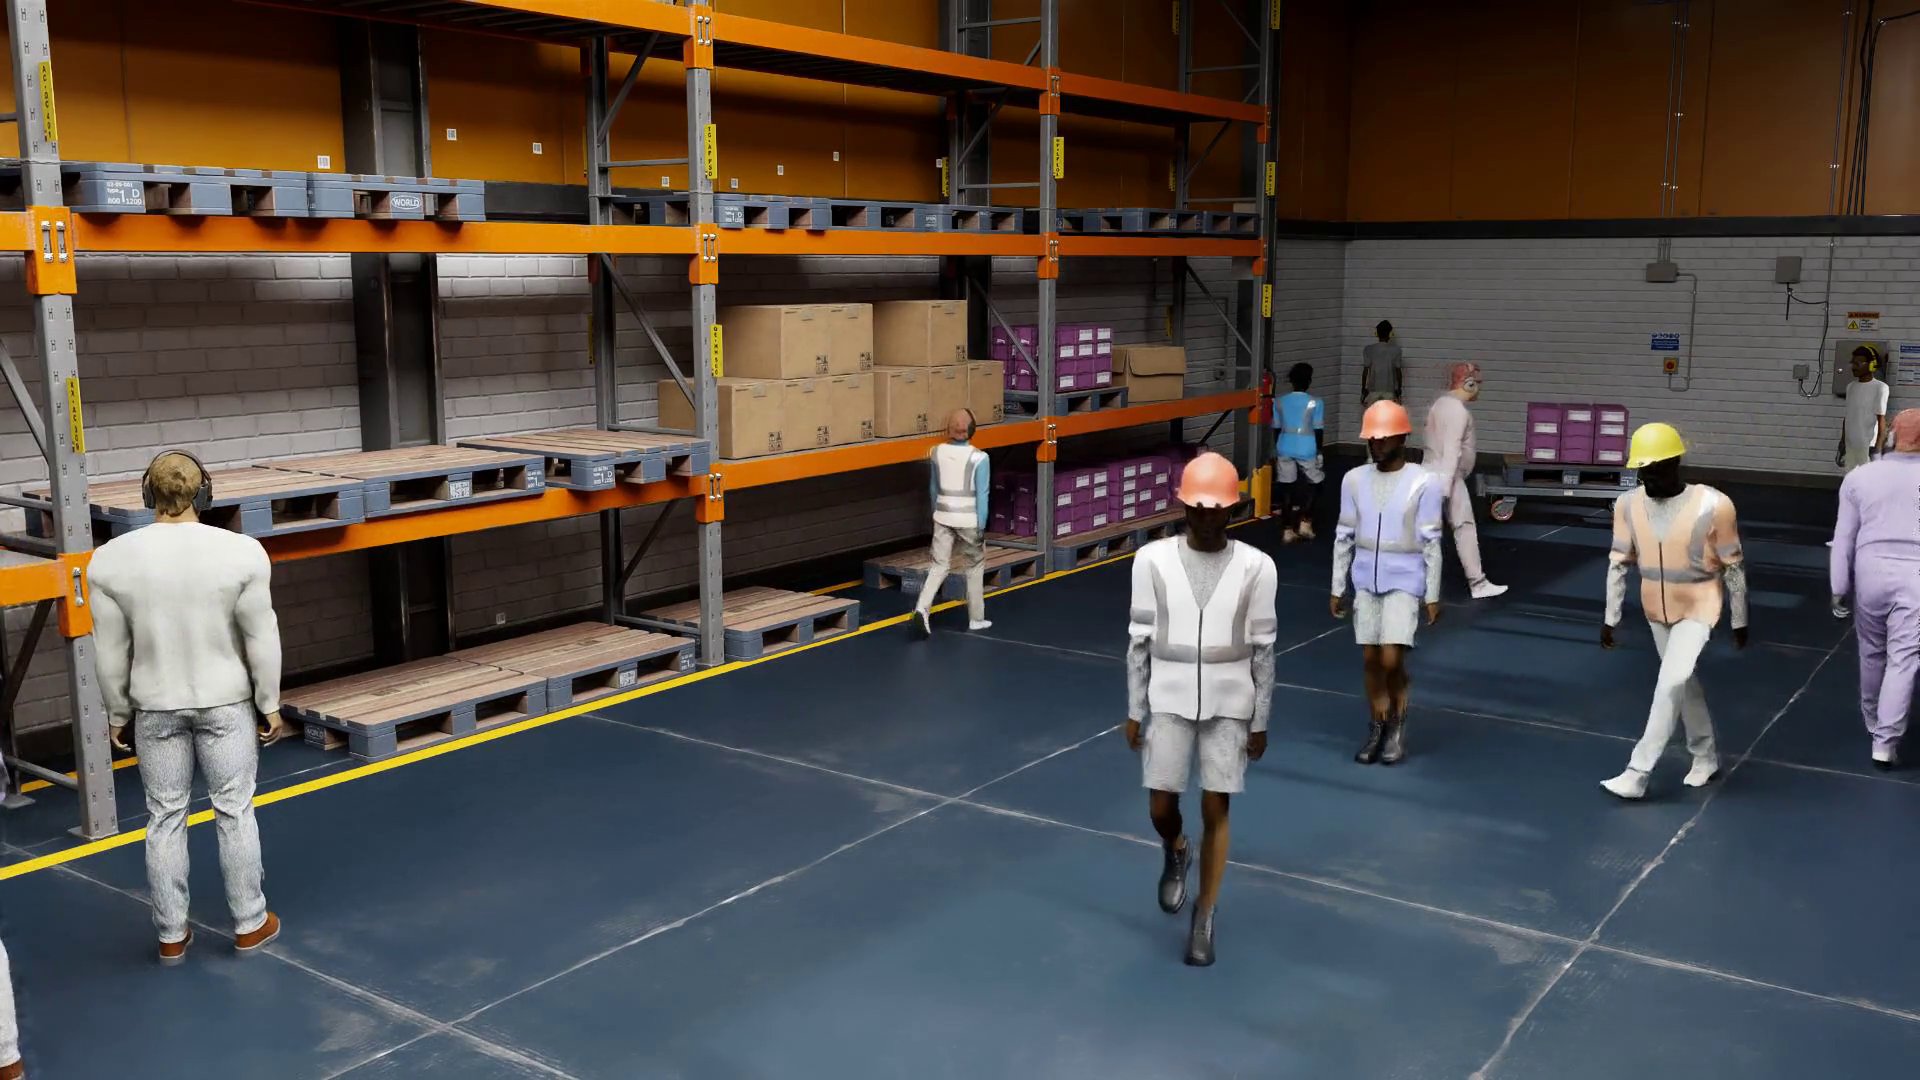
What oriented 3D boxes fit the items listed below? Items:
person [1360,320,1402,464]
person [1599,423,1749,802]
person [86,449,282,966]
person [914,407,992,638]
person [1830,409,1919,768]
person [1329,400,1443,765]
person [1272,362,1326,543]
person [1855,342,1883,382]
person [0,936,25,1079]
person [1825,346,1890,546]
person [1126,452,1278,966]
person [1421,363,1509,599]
[{"bbox_3d":[5.420,-1.887,21.392,0.532,1.868,0.310,3,10,18],"label":"person"},{"bbox_3d":[3.462,0.350,8.122,1.004,1.843,0.594,-6,11,-32],"label":"person"},{"bbox_3d":[-2.862,0.625,6.217,0.635,1.939,0.362,-3,10,-15],"label":"person"},{"bbox_3d":[-0.046,-0.119,11.598,0.514,1.617,0.724,5,11,30],"label":"person"},{"bbox_3d":[4.984,0.236,8.830,0.626,1.853,1.023,7,12,37],"label":"person"},{"bbox_3d":[2.183,0.235,8.601,0.566,1.916,0.441,8,12,39],"label":"person"},{"bbox_3d":[3.172,-0.811,15.497,0.552,1.682,0.435,7,12,37],"label":"person"},{"bbox_3d":[9.883,-1.291,18.212,0.492,1.742,0.324,-8,12,-39],"label":"person"},{"bbox_3d":[-3.252,0.835,5.026,0.664,1.915,0.646,-5,11,-26],"label":"person"},{"bbox_3d":[8.171,-0.826,15.102,0.316,1.861,0.514,-2,10,-10],"label":"person"},{"bbox_3d":[0.914,0.616,6.308,0.561,1.927,0.523,2,10,10],"label":"person"},{"bbox_3d":[3.748,-0.449,12.919,1.023,1.846,0.649,0,10,-1],"label":"person"}]
